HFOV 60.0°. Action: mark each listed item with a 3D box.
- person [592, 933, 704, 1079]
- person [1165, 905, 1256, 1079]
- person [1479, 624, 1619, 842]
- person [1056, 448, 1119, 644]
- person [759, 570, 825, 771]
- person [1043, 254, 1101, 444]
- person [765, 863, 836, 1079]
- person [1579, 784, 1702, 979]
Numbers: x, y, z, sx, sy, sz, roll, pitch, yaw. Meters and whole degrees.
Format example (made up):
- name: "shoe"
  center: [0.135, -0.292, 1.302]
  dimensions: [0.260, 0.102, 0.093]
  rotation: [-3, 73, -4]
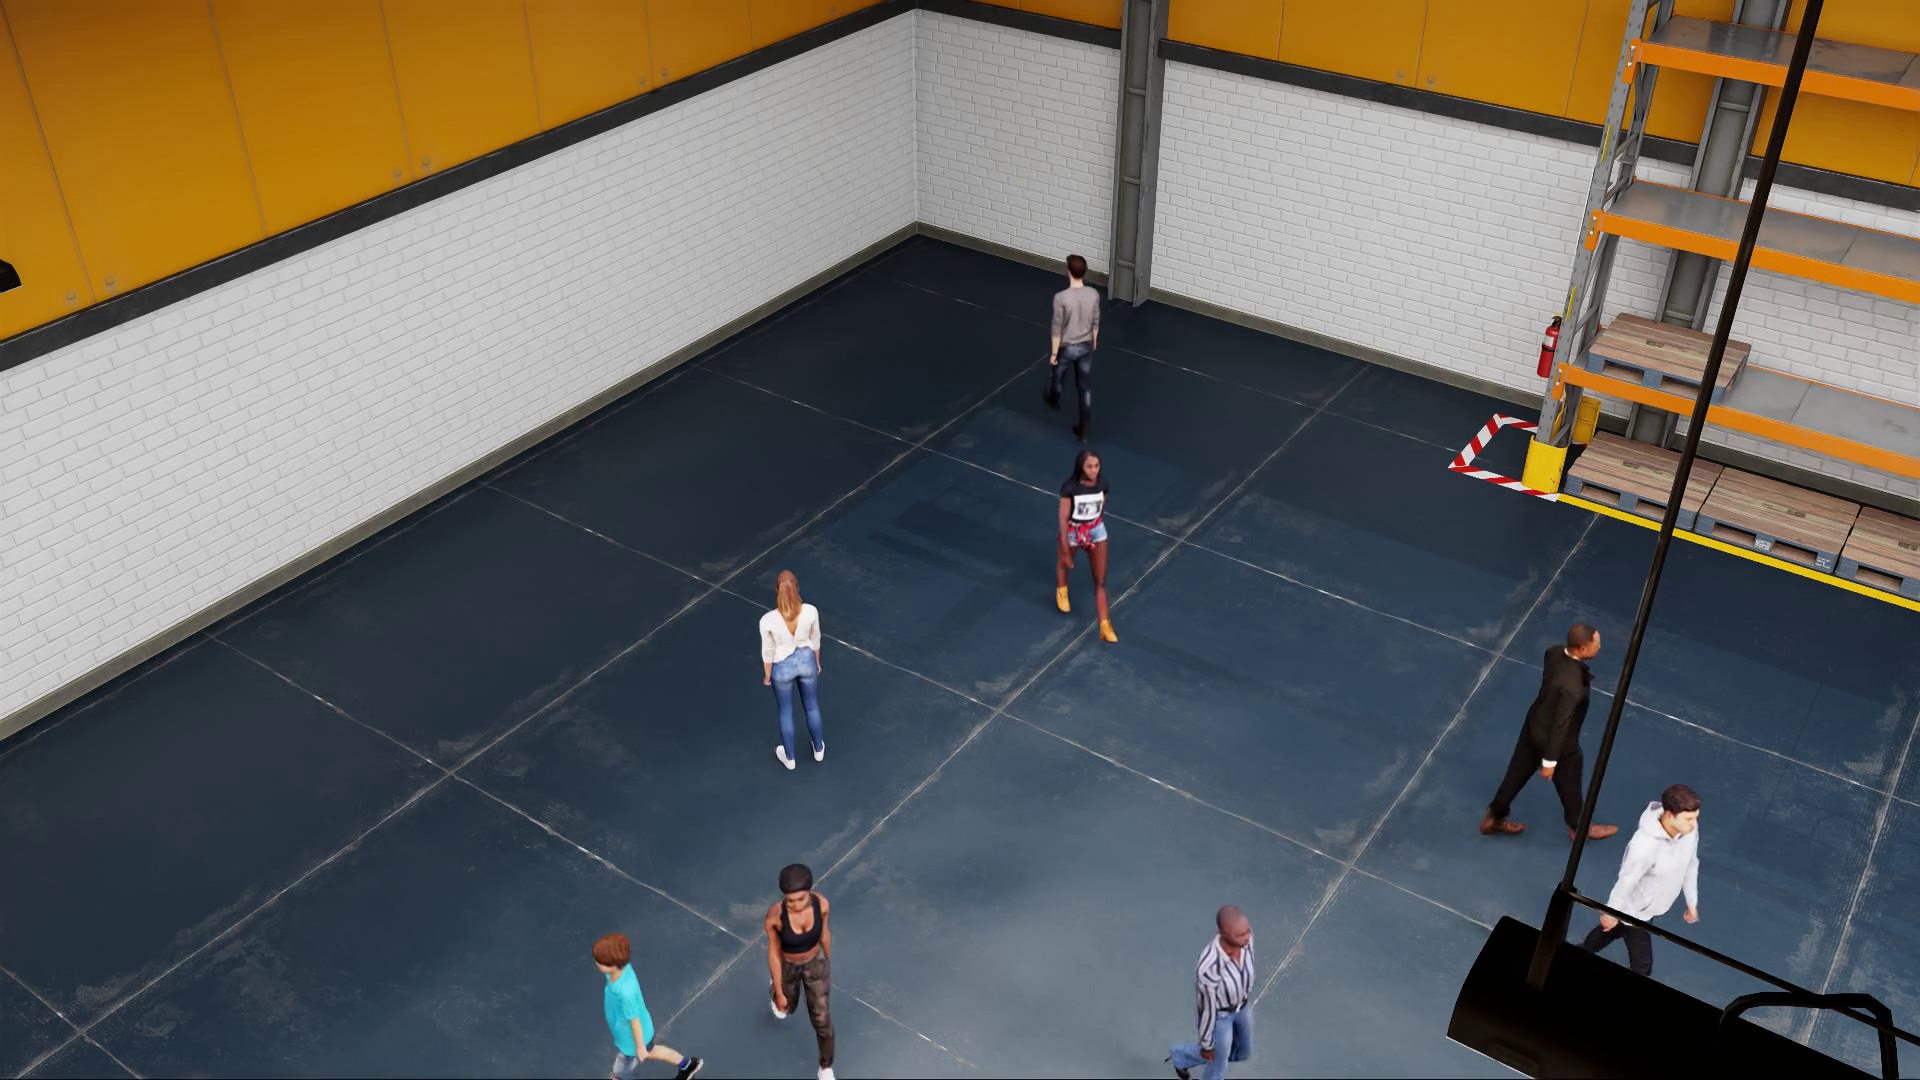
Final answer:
- name: "person"
  center: [-1.849, 2.832, 9.735]
  dimensions: [0.920, 1.419, 0.953]
  rotation: [-12, 35, -17]
- name: "person"
  center: [1.436, 2.715, 9.586]
  dimensions: [0.773, 1.778, 0.680]
  rotation: [25, 41, 33]
- name: "person"
  center: [4.001, 1.363, 11.539]
  dimensions: [1.287, 1.869, 1.133]
  rotation: [-1, 34, -1]
- name: "person"
  center: [0.960, -0.033, 13.815]
  dimensions: [1.082, 1.674, 1.226]
  rotation: [-10, 35, -14]
- name: "person"
  center: [-1.227, 0.958, 12.284]
  dimensions: [0.685, 1.719, 0.706]
  rotation: [-12, 35, -17]
- name: "person"
  center: [1.160, -1.836, 16.360]
  dimensions: [1.177, 1.861, 1.308]
  rotation: [-10, 35, -14]
- name: "person"
  center: [-0.996, 2.525, 9.974]
  dimensions: [0.981, 1.666, 1.159]
  rotation: [-11, 35, -16]
- name: "person"
  center: [4.125, 2.191, 10.292]
  dimensions: [0.972, 1.871, 1.295]
  rotation: [-21, 39, -28]
